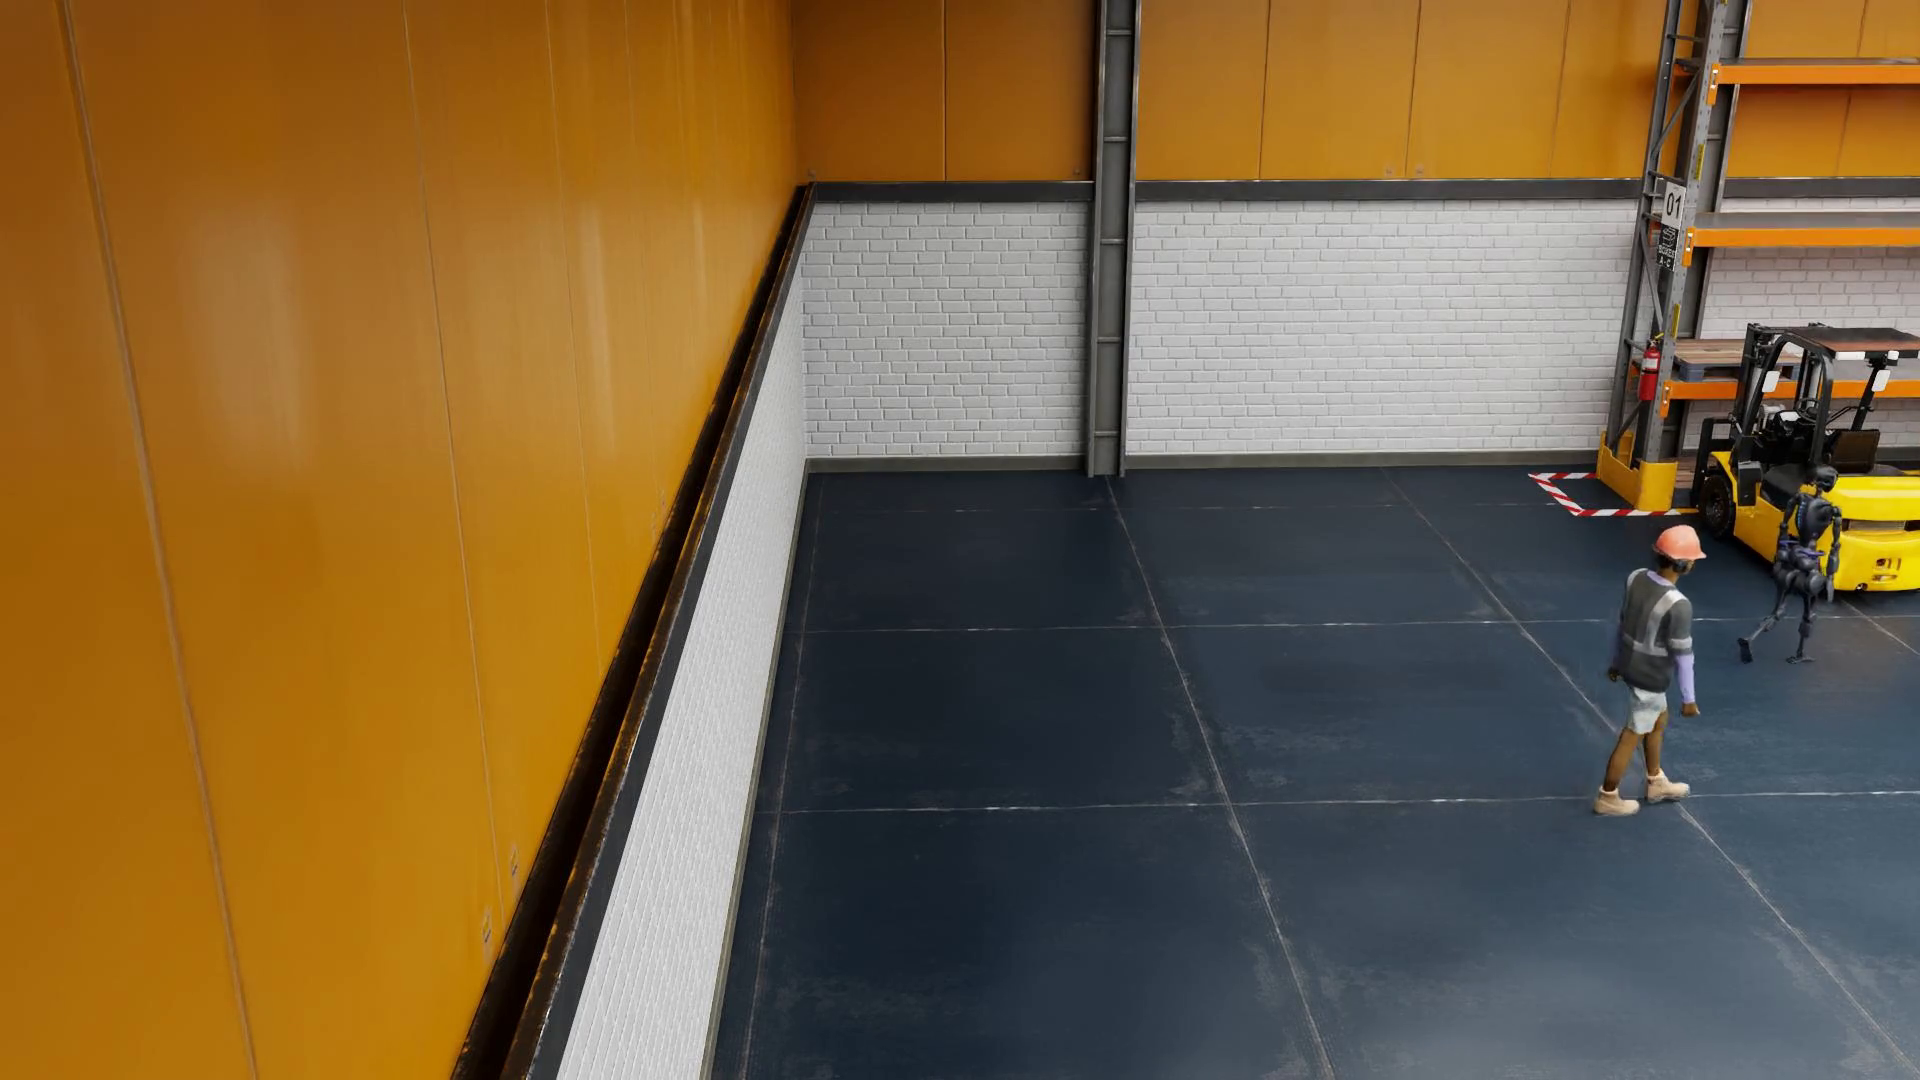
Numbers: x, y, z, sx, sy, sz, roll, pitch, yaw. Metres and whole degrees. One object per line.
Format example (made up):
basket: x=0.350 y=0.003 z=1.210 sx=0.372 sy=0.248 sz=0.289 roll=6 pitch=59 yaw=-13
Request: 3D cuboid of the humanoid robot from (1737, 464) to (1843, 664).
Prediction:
humanoid robot: x=6.519 y=0.208 z=12.975 sx=0.641 sy=1.628 sz=0.608 roll=-7 pitch=21 yaw=-19

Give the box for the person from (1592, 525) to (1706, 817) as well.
person: x=4.563 y=0.861 z=10.694 sx=0.856 sy=2.013 sz=0.643 roll=-2 pitch=20 yaw=-6

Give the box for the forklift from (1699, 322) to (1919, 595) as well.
forklift: x=7.809 y=-0.792 z=14.926 sx=1.214 sy=2.155 sz=2.313 roll=-1 pitch=20 yaw=-2
